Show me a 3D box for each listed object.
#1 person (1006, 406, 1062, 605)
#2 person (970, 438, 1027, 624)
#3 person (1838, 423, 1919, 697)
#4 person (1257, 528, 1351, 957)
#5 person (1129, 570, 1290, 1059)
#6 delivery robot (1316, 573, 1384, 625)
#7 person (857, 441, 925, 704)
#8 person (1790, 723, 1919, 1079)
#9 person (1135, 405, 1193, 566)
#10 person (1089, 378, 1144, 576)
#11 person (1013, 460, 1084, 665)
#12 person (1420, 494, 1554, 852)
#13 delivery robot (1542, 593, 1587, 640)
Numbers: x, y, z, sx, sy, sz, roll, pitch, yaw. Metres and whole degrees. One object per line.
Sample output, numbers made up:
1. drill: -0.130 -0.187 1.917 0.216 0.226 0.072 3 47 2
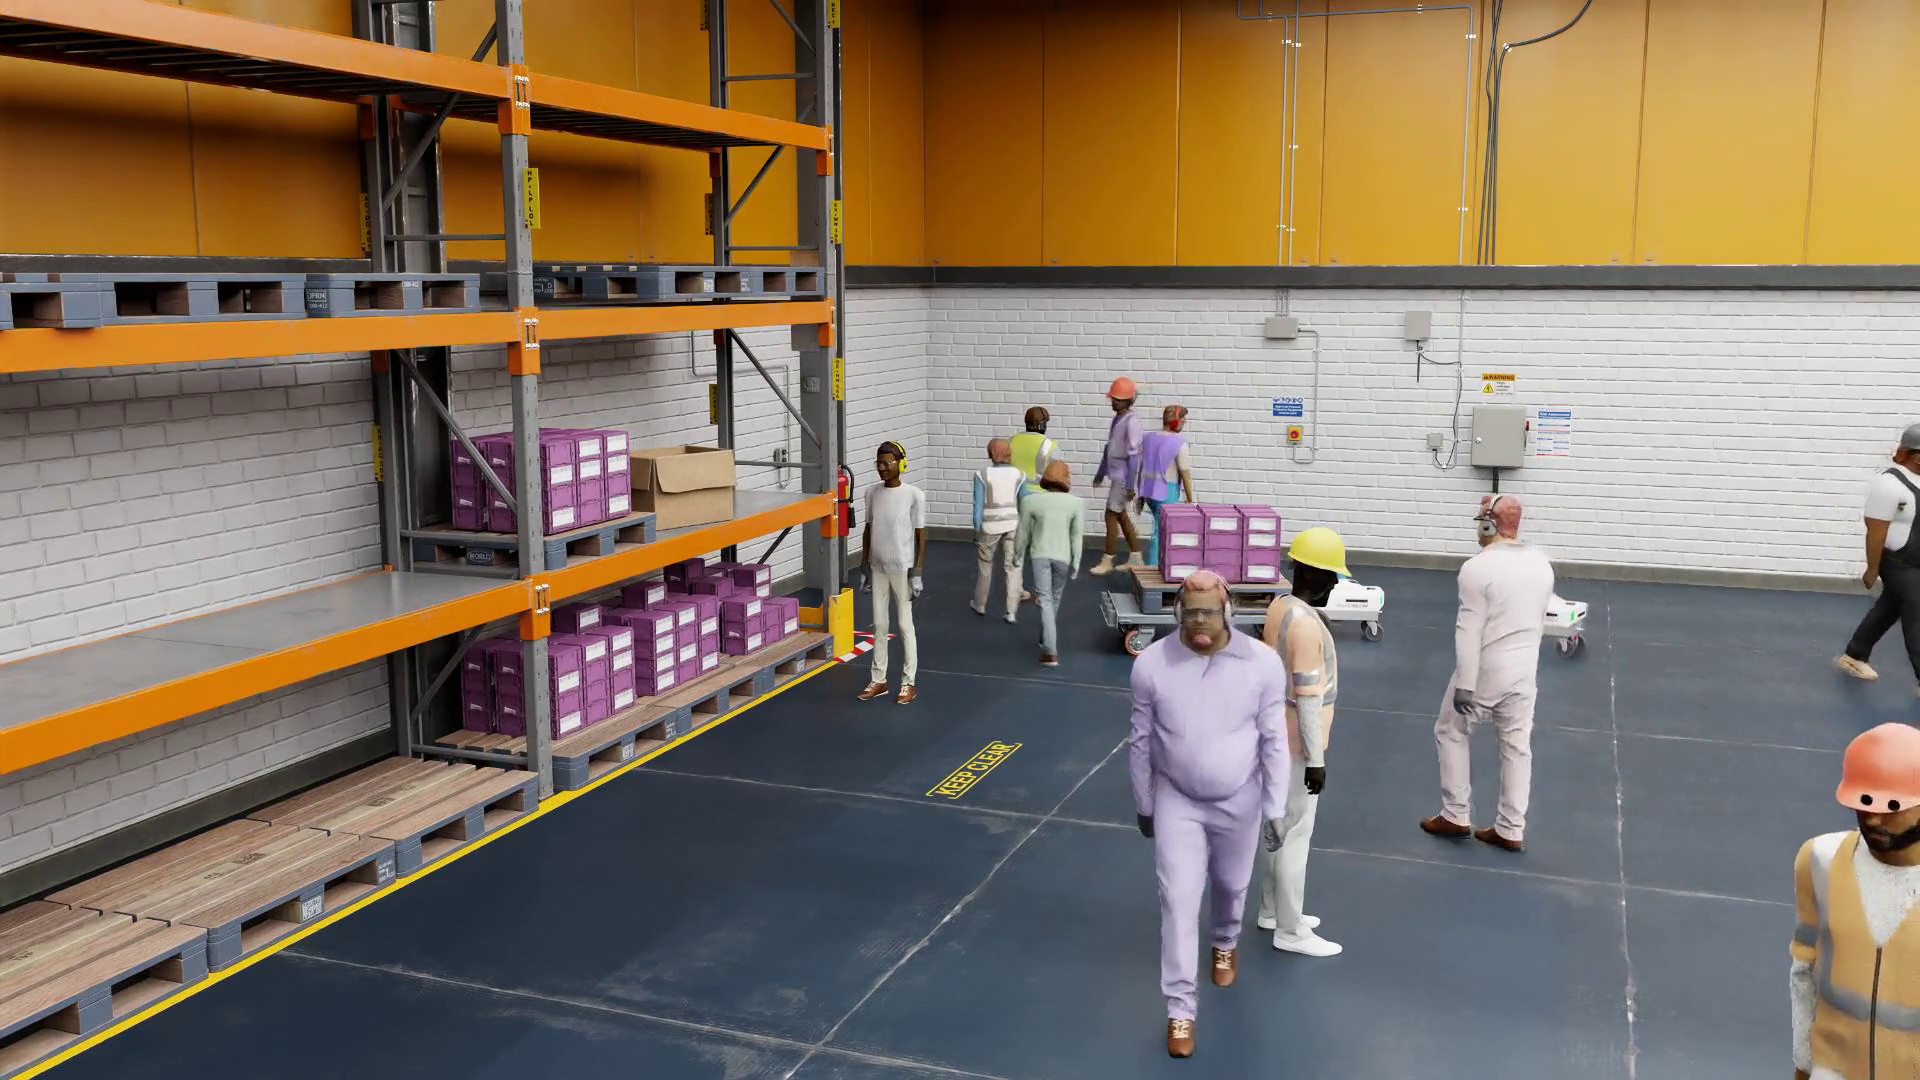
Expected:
1. person: 0.689 -0.317 15.360 0.620 1.836 0.429 6 11 33
2. person: 0.323 -0.095 14.659 0.535 1.607 0.743 -3 9 -18
3. person: 6.904 0.092 12.136 0.683 2.000 1.031 -6 11 -33
4. person: 1.542 0.894 7.490 0.381 1.917 0.585 0 9 -2
5. person: 1.009 1.031 6.784 0.635 1.872 0.956 1 9 6
6. delivery robot: 3.174 0.504 13.911 0.707 0.478 0.477 1 9 6
7. person: -0.493 0.228 11.821 0.513 1.872 0.328 4 10 25
8. person: 2.354 1.411 4.280 0.931 1.892 0.566 -8 12 -43
9. person: 1.997 -0.380 15.800 0.648 1.816 0.579 -7 11 -36
10. person: 1.607 -0.643 16.828 0.626 2.011 0.736 -1 9 -9
11. person: 0.709 0.157 13.172 0.517 1.569 0.886 -2 9 -10
12. person: 2.778 0.688 8.861 0.681 1.884 0.689 -5 10 -28
13. delivery robot: 4.655 0.584 13.403 0.707 0.478 0.477 7 11 37
